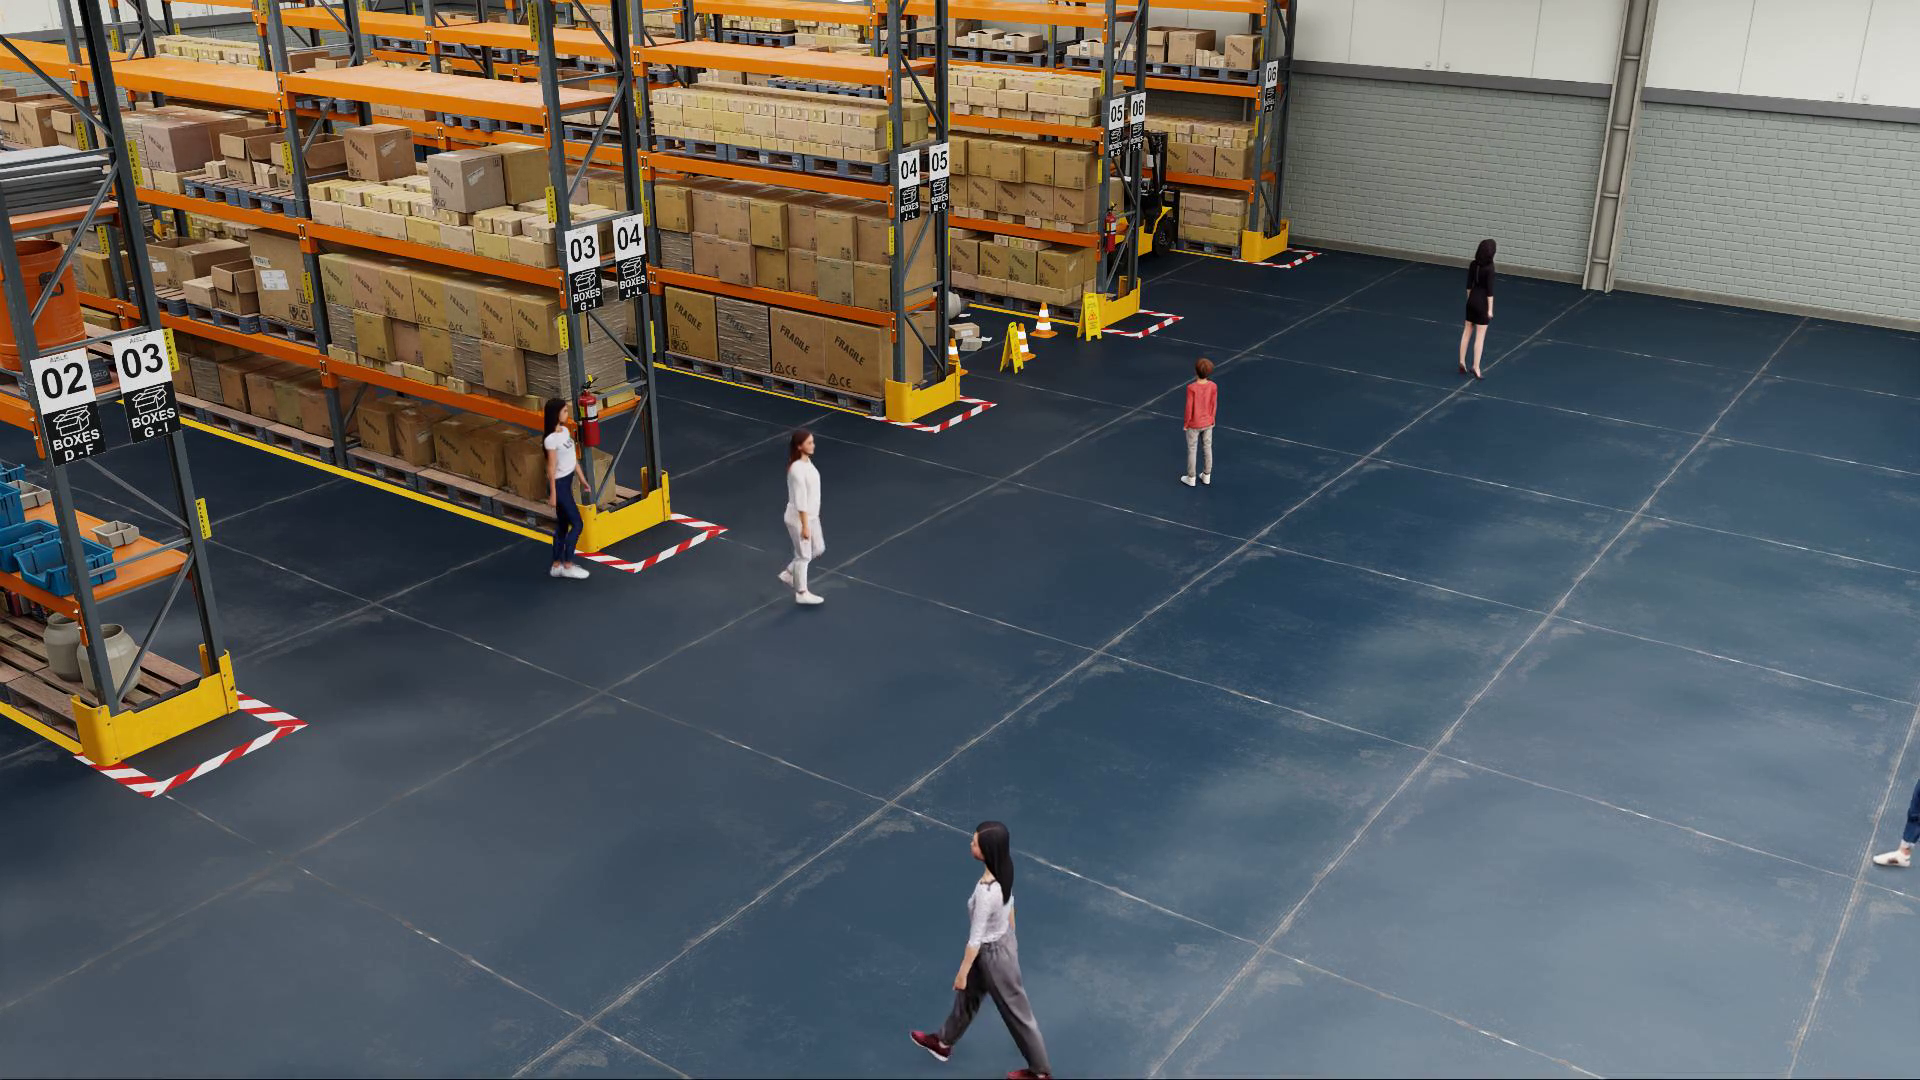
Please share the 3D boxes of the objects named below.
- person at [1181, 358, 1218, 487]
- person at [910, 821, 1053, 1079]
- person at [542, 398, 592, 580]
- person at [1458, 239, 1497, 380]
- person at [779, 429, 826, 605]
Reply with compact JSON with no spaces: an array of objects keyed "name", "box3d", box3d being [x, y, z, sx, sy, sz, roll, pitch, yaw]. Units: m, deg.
[{"name":"person","box3d":[2.596,-1.279,17.976,0.593,1.416,0.640,-6,24,-14]},{"name":"person","box3d":[0.294,2.326,9.150,1.166,1.687,0.884,6,24,13]},{"name":"person","box3d":[-3.836,-0.471,15.633,0.800,1.762,0.743,1,23,2]},{"name":"person","box3d":[6.699,-2.996,21.512,0.721,1.807,0.602,-10,25,-22]},{"name":"person","box3d":[-1.502,-0.209,15.125,0.797,1.678,0.742,4,23,10]}]
